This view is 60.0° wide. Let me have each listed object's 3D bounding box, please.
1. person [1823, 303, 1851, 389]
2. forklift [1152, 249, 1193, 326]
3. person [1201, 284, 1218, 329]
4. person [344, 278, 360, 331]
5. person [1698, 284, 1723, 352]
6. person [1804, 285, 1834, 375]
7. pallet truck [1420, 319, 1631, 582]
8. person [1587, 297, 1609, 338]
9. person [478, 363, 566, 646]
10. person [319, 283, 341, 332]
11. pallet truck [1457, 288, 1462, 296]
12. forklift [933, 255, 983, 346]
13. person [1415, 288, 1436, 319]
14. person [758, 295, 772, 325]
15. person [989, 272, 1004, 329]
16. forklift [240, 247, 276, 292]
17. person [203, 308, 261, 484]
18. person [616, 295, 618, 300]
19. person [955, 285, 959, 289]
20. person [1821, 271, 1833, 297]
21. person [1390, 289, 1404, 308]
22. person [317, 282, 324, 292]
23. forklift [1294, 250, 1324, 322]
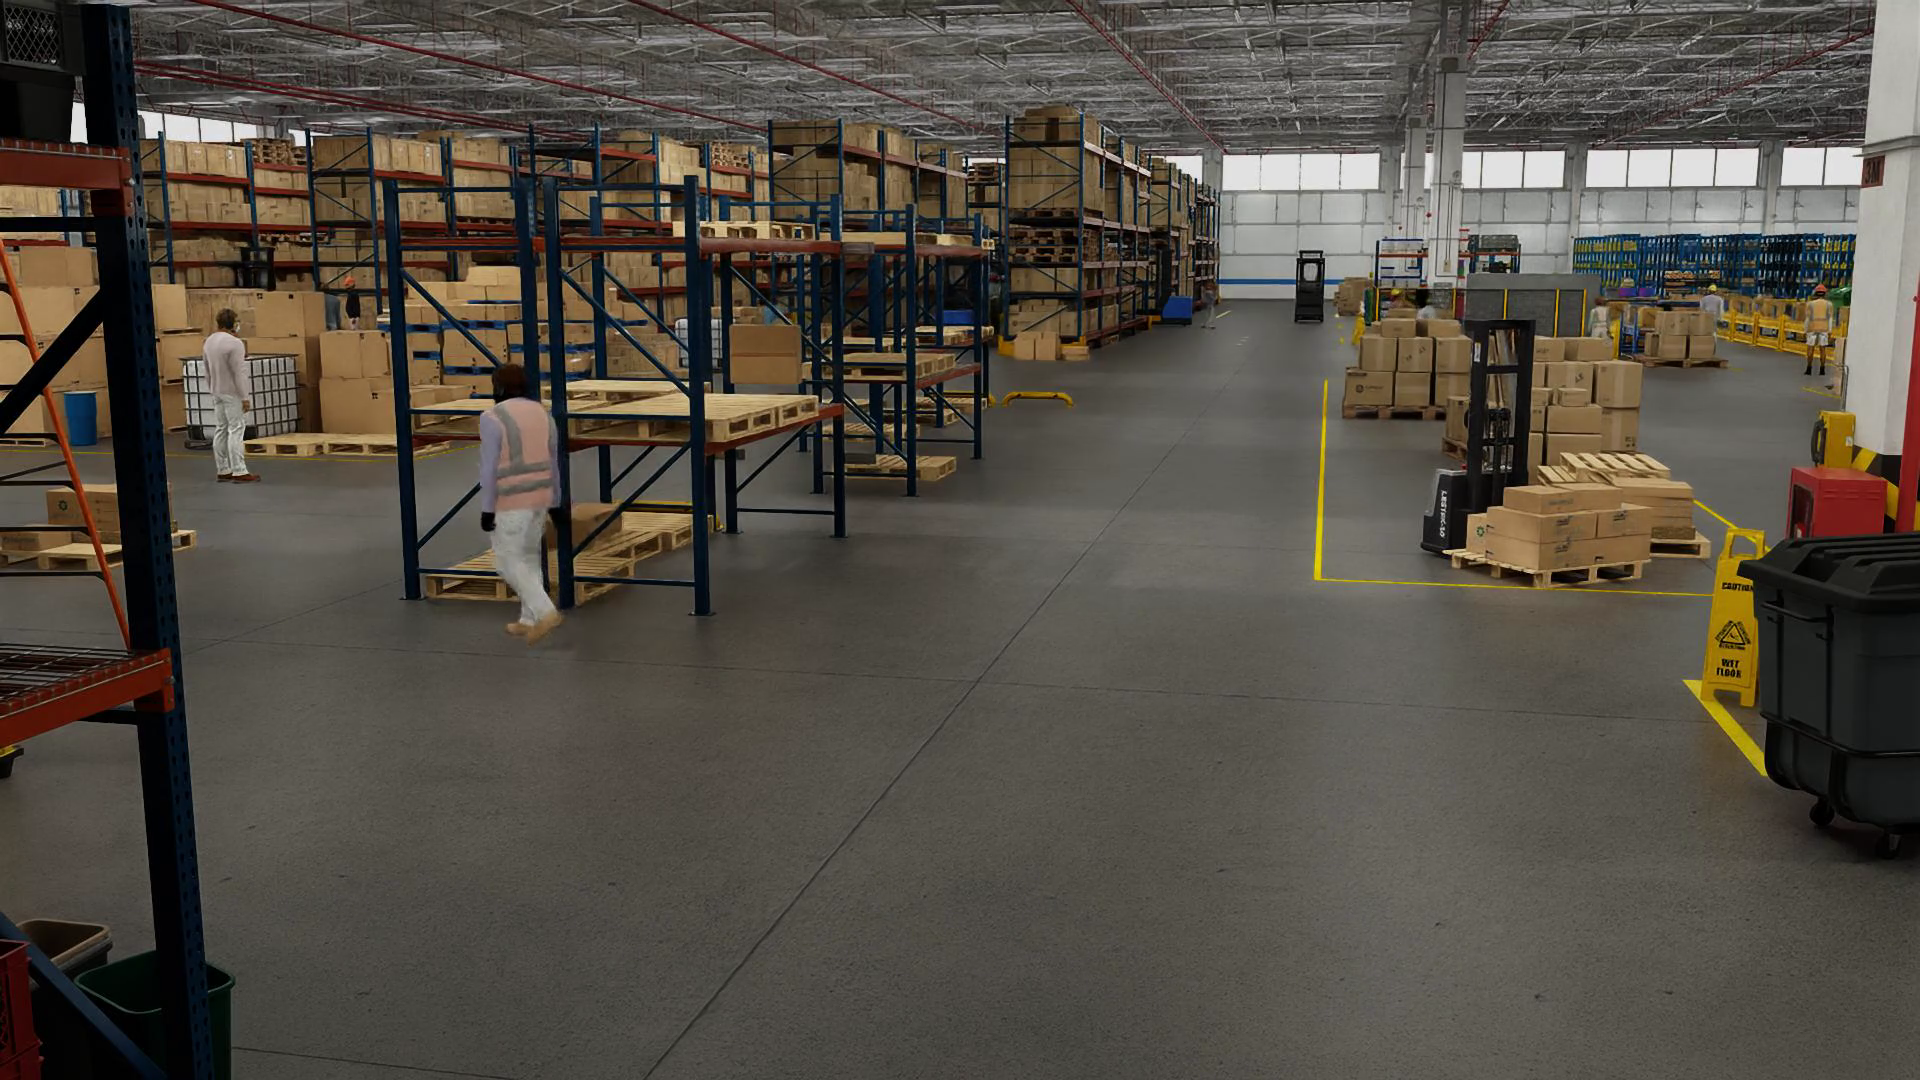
[{"bbox_3d":[17.046,-3.737,31.507,1.004,1.823,0.509,3,10,15],"label":"person"},{"bbox_3d":[7.646,-9.320,61.395,1.873,2.768,1.129,2,10,11],"label":"forklift"},{"bbox_3d":[8.872,-8.296,59.146,0.615,1.594,0.520,3,10,17],"label":"person"},{"bbox_3d":[-15.771,-5.805,43.200,0.378,1.995,0.609,-5,11,-28],"label":"person"},{"bbox_3d":[19.905,-5.877,44.173,0.596,1.814,0.542,3,10,15],"label":"person"},{"bbox_3d":[18.373,-4.493,35.626,0.542,1.929,0.369,4,10,20],"label":"person"},{"bbox_3d":[4.543,-0.757,13.299,0.823,1.965,1.885,-4,10,-22],"label":"pallet truck"},{"bbox_3d":[14.757,-4.790,38.326,0.635,1.608,0.334,-4,10,-21],"label":"person"},{"bbox_3d":[-2.776,-0.230,10.743,0.617,1.814,0.644,5,11,26],"label":"person"},{"bbox_3d":[-14.602,-4.958,38.379,0.630,1.931,0.366,-7,12,-35],"label":"person"},{"bbox_3d":[20.506,-9.785,68.819,0.653,1.274,1.630,2,10,12],"label":"pallet truck"},{"bbox_3d":[-0.059,-6.683,45.783,1.129,2.768,1.873,2,10,12],"label":"forklift"},{"bbox_3d":[8.589,-3.694,30.845,0.574,1.942,0.618,0,10,0],"label":"person"},{"bbox_3d":[-4.605,-4.955,39.185,0.886,1.648,0.551,7,12,35],"label":"person"},{"bbox_3d":[1.200,-8.559,59.457,0.605,2.017,0.798,-9,13,-44],"label":"person"},{"bbox_3d":[-20.036,-6.999,47.653,1.129,2.768,1.873,2,10,12],"label":"forklift"},{"bbox_3d":[-8.078,-1.588,18.395,0.635,1.937,0.352,6,11,32],"label":"person"},{"bbox_3d":[-8.489,-5.251,40.994,0.522,1.631,0.324,0,10,3],"label":"person"},{"bbox_3d":[-0.121,-7.191,52.326,0.542,1.686,0.482,2,10,11],"label":"person"},{"bbox_3d":[42.767,-12.351,82.161,0.624,1.942,0.966,3,10,16],"label":"person"},{"bbox_3d":[11.003,-5.476,42.073,0.535,1.715,0.926,-7,12,-37],"label":"person"},{"bbox_3d":[-15.563,-5.331,40.619,0.590,1.921,0.392,-2,10,-12],"label":"person"},{"bbox_3d":[13.778,-10.002,65.433,1.129,2.768,1.873,2,10,12],"label":"forklift"}]
